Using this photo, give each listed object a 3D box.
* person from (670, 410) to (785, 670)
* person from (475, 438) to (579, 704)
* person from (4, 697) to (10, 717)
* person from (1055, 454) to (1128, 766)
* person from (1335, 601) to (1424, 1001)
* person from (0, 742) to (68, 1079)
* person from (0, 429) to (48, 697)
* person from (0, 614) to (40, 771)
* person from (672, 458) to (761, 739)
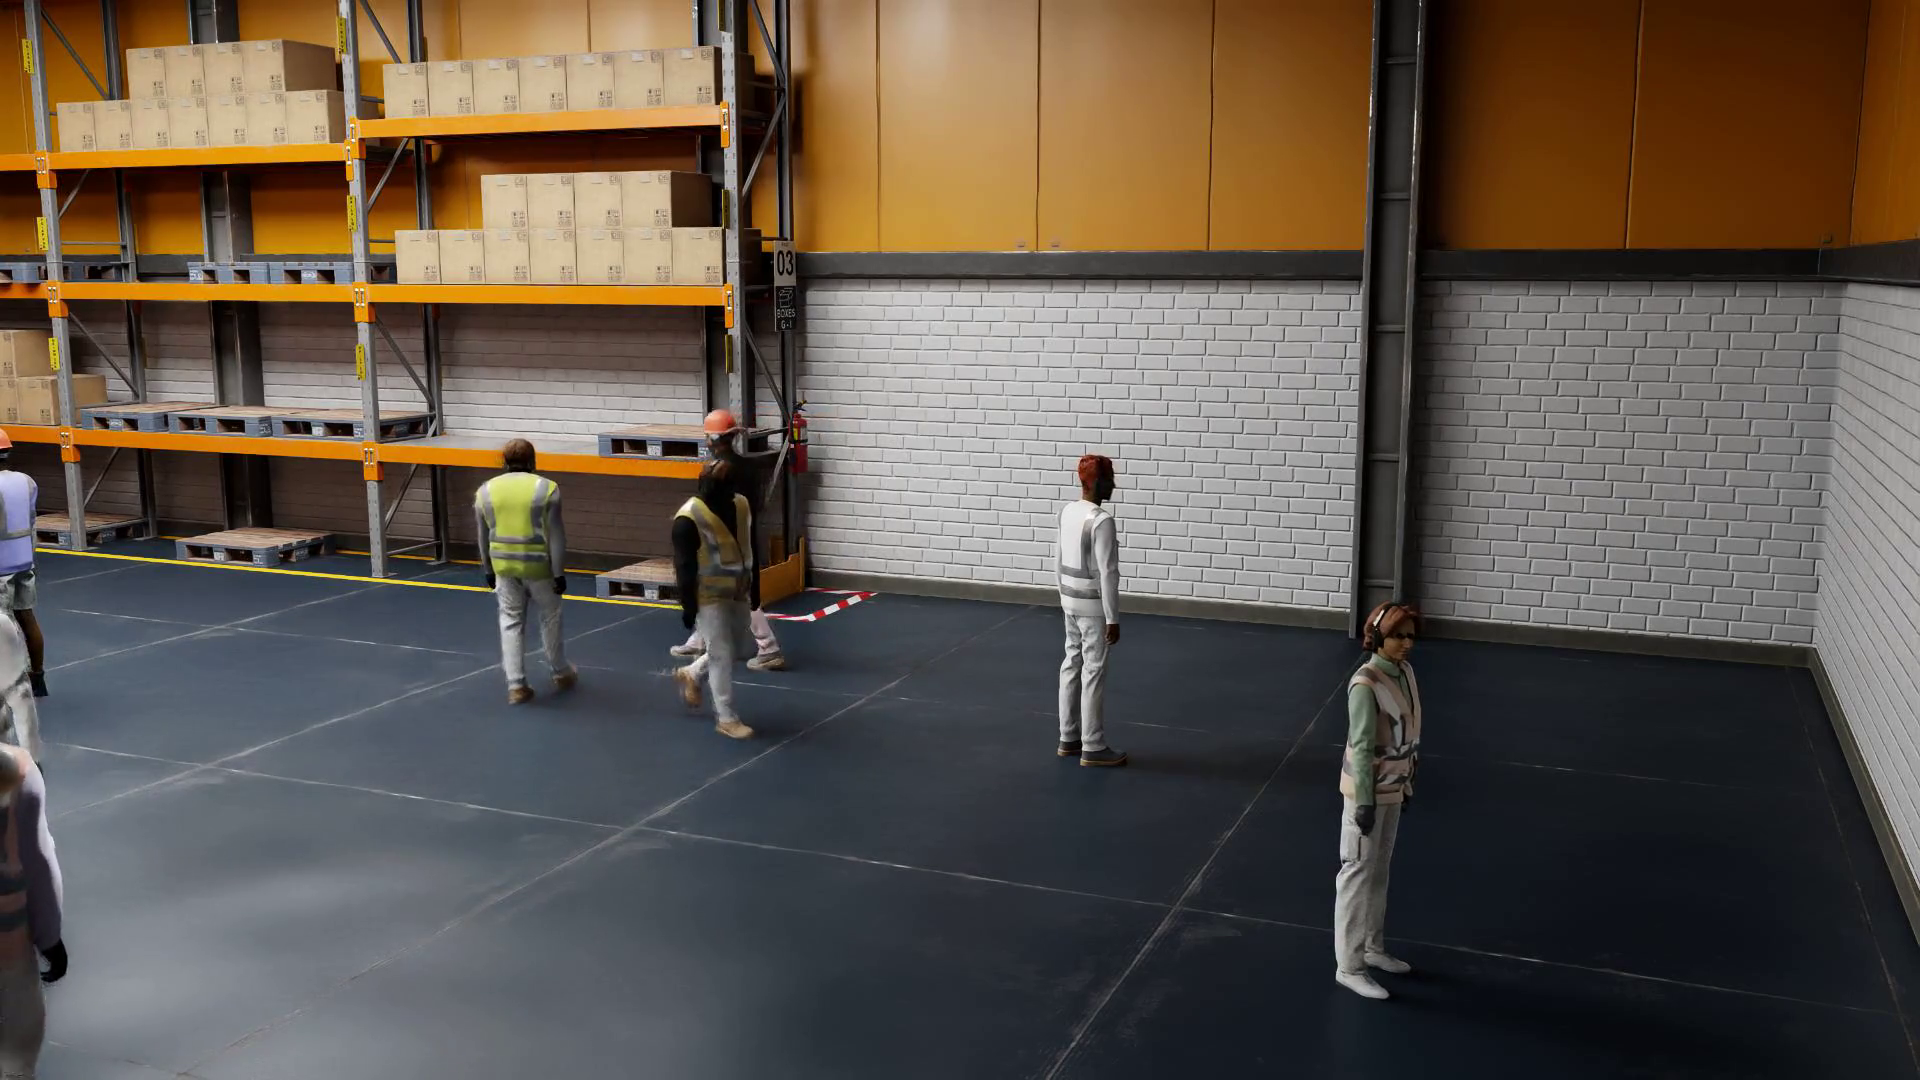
[{"bbox_3d":[-1.744,0.001,12.447,1.029,1.944,0.625,4,10,21],"label":"person"},{"bbox_3d":[-3.003,0.191,11.634,0.659,1.819,0.741,1,9,7],"label":"person"},{"bbox_3d":[-4.659,0.889,7.552,0.577,1.782,0.903,-2,10,-13],"label":"person"},{"bbox_3d":[0.787,0.420,10.069,0.339,1.882,0.584,-5,11,-27],"label":"person"},{"bbox_3d":[1.746,1.061,6.934,0.314,1.636,0.515,6,11,34],"label":"person"},{"bbox_3d":[-3.104,1.268,5.098,0.645,1.830,0.532,-4,10,-20],"label":"person"},{"bbox_3d":[-6.569,0.173,11.411,0.359,1.935,0.551,1,9,8],"label":"person"},{"bbox_3d":[-4.252,0.939,7.070,0.623,1.835,0.955,-3,10,-19],"label":"person"},{"bbox_3d":[-1.616,0.356,10.700,0.696,1.814,0.671,7,11,35],"label":"person"}]
